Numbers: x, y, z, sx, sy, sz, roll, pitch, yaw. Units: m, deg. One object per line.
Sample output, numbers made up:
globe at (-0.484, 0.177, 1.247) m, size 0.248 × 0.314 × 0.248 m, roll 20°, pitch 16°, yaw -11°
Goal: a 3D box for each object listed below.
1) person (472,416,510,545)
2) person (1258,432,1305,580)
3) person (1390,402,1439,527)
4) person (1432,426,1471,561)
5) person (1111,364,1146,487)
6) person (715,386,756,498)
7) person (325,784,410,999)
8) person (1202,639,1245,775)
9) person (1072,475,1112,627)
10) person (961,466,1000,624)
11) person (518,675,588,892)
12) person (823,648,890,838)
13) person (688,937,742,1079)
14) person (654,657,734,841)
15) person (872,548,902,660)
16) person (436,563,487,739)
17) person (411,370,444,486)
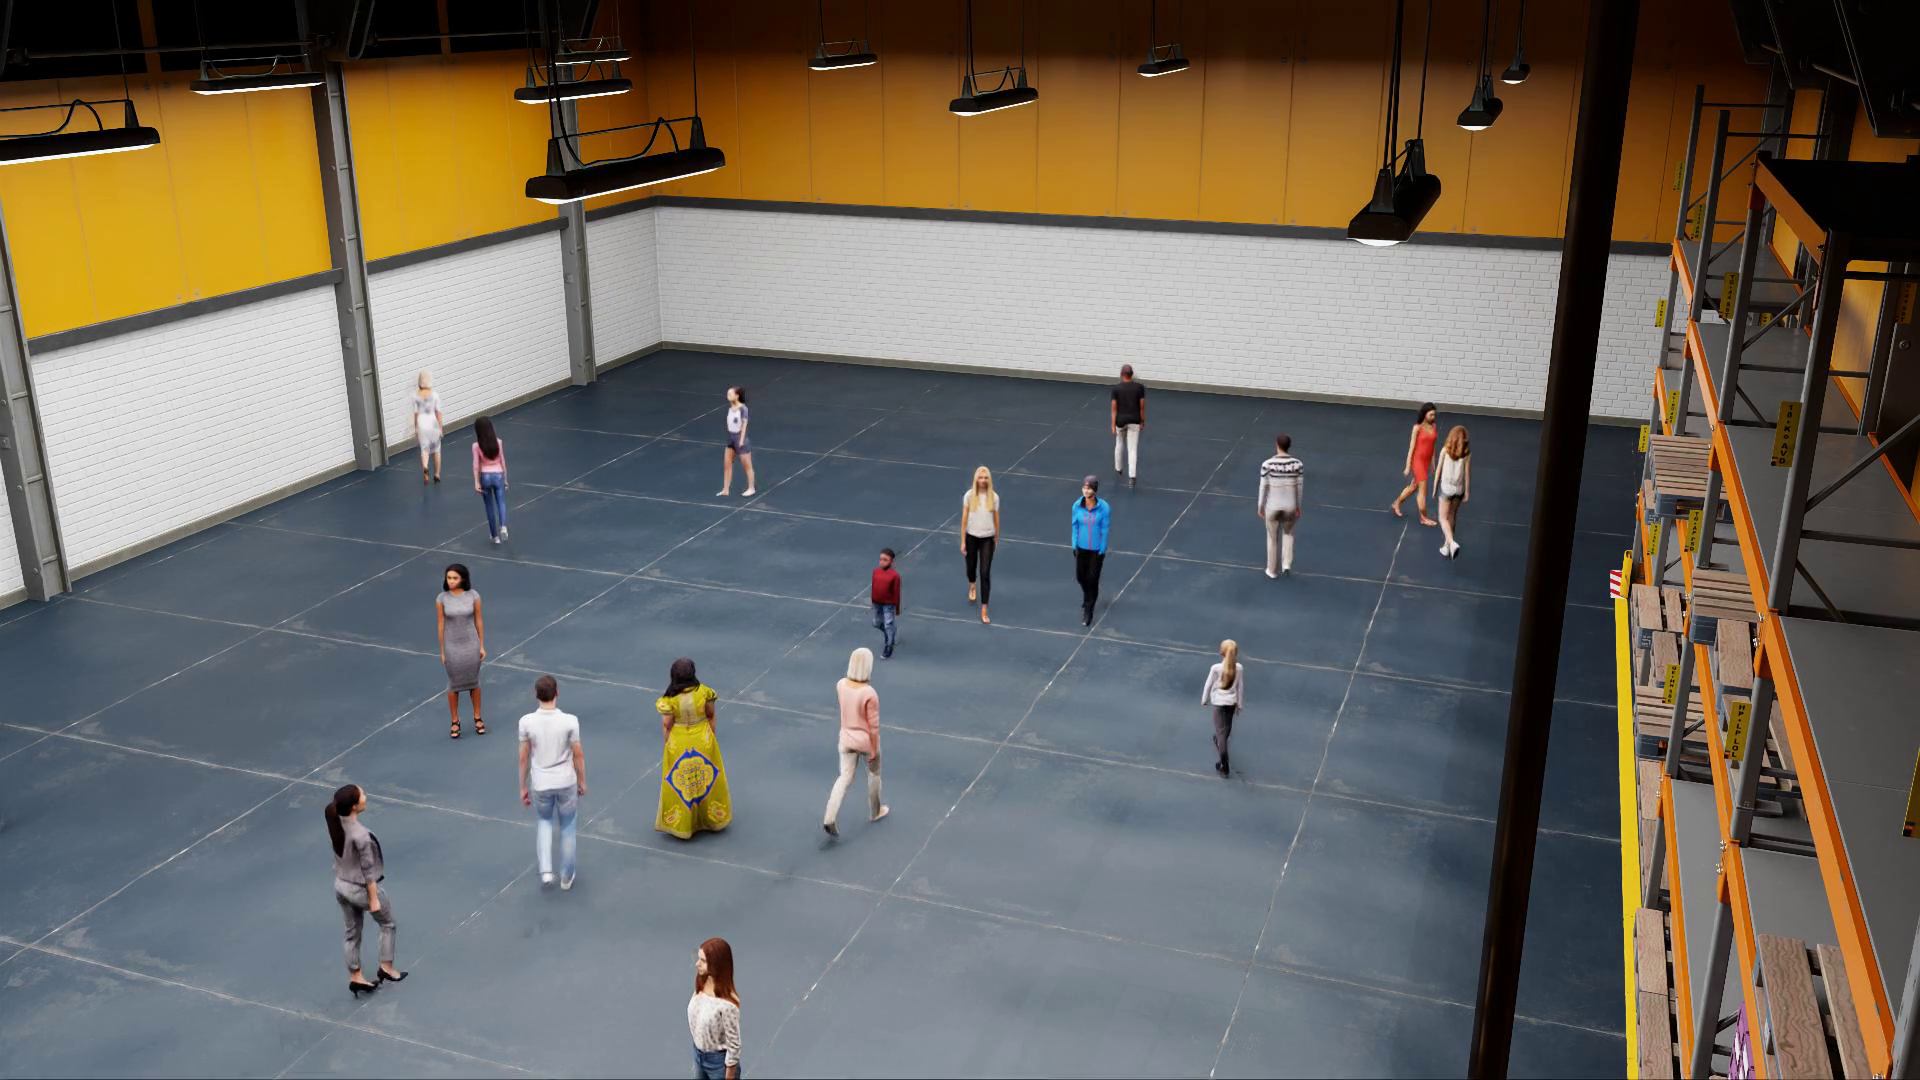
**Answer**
person at (-6.117, -0.761, 21.784) m, size 0.824 × 1.736 × 0.877 m, roll -9°, pitch 21°, yaw -26°
person at (3.974, -0.388, 20.498) m, size 0.796 × 1.850 × 0.782 m, roll -1°, pitch 19°, yaw -2°
person at (6.230, -1.059, 22.746) m, size 1.067 × 1.688 × 0.991 m, roll -14°, pitch 23°, yaw -36°
person at (6.280, -0.562, 21.202) m, size 0.785 × 1.731 × 1.043 m, roll 3°, pitch 19°, yaw 8°
person at (2.478, -1.649, 24.384) m, size 0.903 × 1.760 × 1.306 m, roll 1°, pitch 19°, yaw 4°
person at (-3.101, -1.409, 23.879) m, size 0.815 × 1.627 × 0.962 m, roll 16°, pitch 25°, yaw 40°
person at (-4.409, 2.573, 11.997) m, size 0.703 × 1.665 × 0.726 m, roll 12°, pitch 22°, yaw 33°
person at (2.493, 1.579, 15.608) m, size 0.793 × 1.244 × 0.967 m, roll -4°, pitch 19°, yaw -11°
person at (1.543, 0.090, 19.175) m, size 0.631 × 1.789 × 0.754 m, roll 9°, pitch 20°, yaw 24°
person at (0.212, 0.012, 19.403) m, size 0.867 × 1.792 × 1.213 m, roll 0°, pitch 19°, yaw 0°
person at (-3.276, 2.017, 13.379) m, size 0.792 × 1.837 × 0.830 m, roll -1°, pitch 19°, yaw -2°
person at (-0.926, 1.757, 14.360) m, size 0.703 × 1.702 × 1.087 m, roll 11°, pitch 21°, yaw 29°
person at (-1.467, 3.179, 10.099) m, size 0.674 × 1.728 × 0.654 m, roll -14°, pitch 23°, yaw -35°
person at (-2.329, 1.783, 14.349) m, size 1.000 × 1.660 × 1.051 m, roll -8°, pitch 20°, yaw -21°
person at (-0.790, 0.665, 18.321) m, size 0.562 × 1.245 × 0.671 m, roll 11°, pitch 22°, yaw 30°
person at (-4.876, 1.069, 16.282) m, size 0.662 × 1.780 × 0.703 m, roll -6°, pitch 20°, yaw -18°
person at (-7.768, -1.596, 24.270) m, size 0.818 × 1.732 × 0.965 m, roll -2°, pitch 19°, yaw -7°
